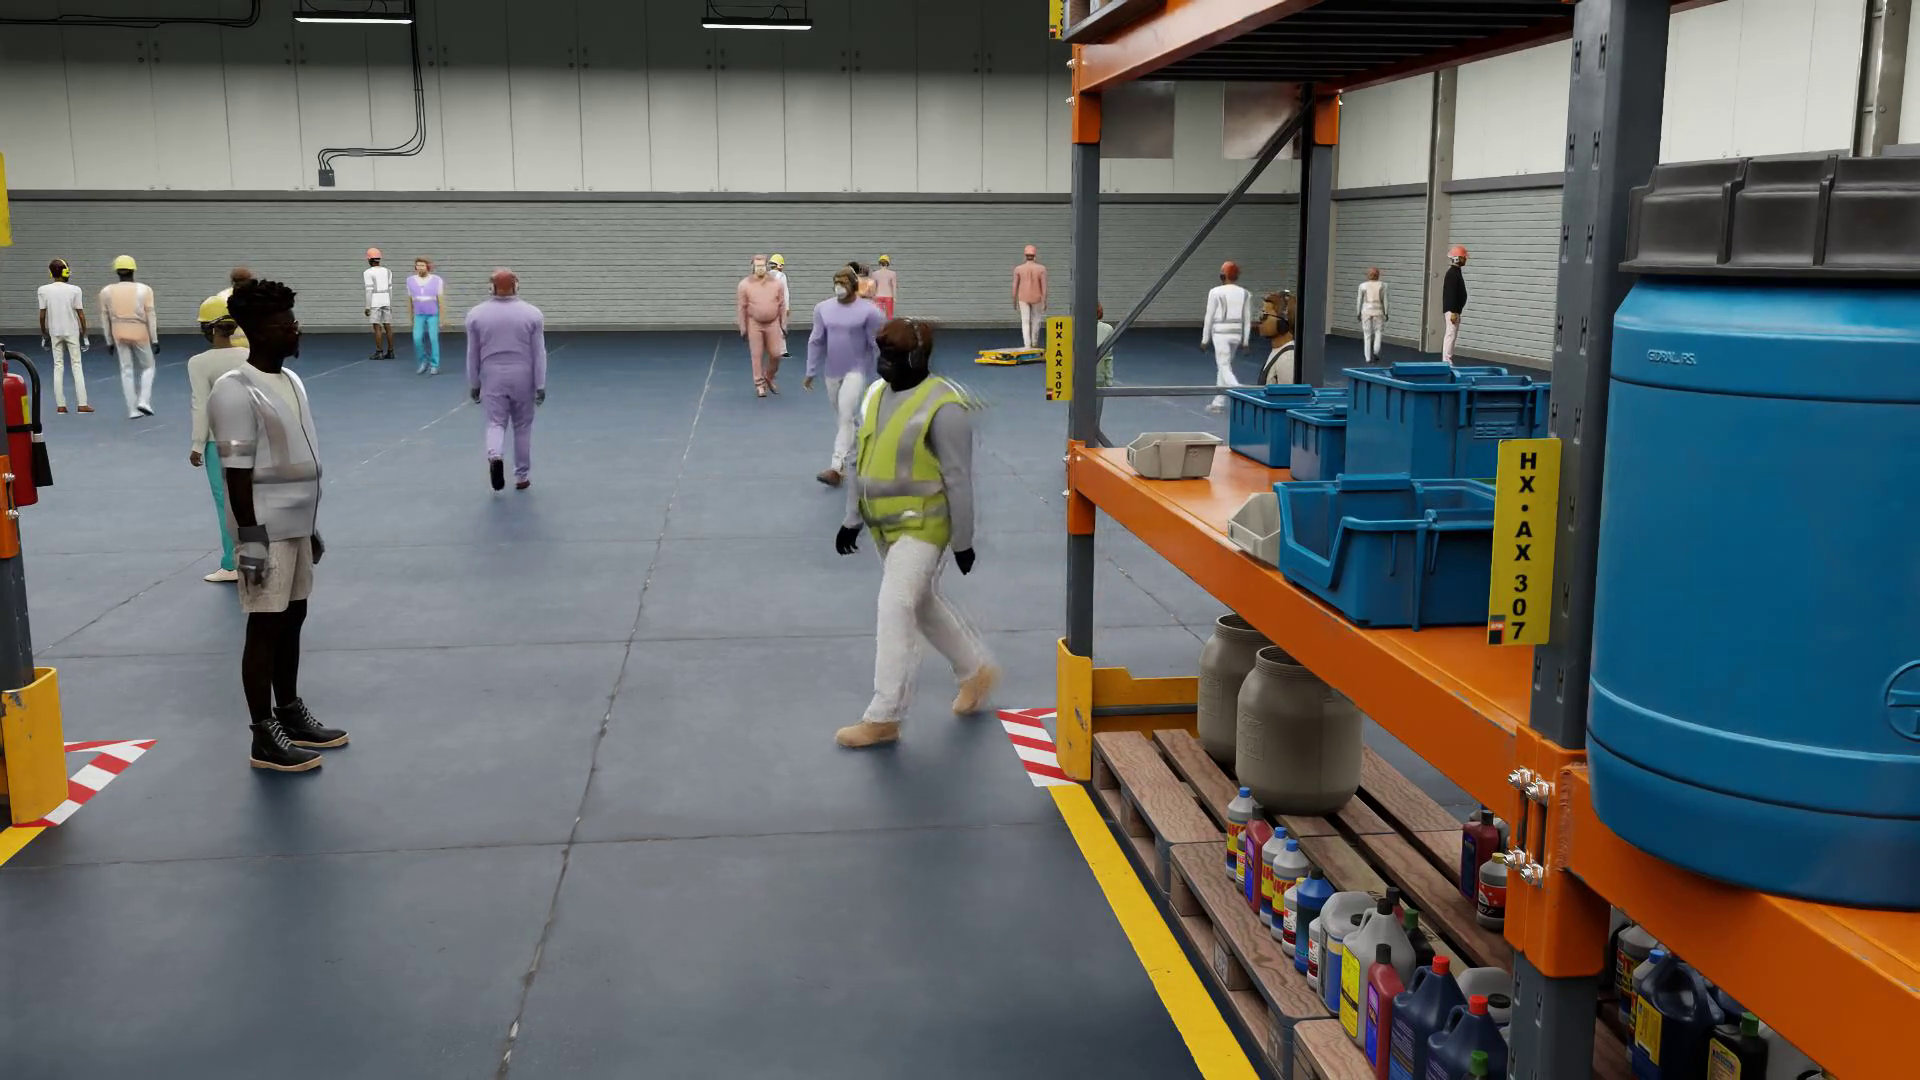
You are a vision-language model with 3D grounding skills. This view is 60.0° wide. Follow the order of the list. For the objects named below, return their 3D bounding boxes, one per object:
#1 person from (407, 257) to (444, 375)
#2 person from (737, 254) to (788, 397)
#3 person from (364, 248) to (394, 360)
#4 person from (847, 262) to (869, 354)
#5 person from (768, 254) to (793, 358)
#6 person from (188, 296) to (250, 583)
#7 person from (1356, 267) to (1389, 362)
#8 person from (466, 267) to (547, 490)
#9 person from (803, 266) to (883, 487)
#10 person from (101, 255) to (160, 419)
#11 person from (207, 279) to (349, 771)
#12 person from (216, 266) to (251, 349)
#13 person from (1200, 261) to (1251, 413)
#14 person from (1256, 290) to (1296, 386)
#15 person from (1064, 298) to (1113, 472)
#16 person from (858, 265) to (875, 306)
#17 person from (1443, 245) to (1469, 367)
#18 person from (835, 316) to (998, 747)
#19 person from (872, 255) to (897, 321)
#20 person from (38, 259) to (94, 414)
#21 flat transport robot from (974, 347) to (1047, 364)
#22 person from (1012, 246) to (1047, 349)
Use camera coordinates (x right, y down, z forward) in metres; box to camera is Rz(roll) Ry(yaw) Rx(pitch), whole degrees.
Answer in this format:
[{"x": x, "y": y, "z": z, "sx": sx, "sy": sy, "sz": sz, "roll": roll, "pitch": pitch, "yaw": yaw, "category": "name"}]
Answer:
[{"x": -8.245, "y": -3.451, "z": 25.691, "sx": 0.583, "sy": 1.827, "sz": 0.519, "roll": 0, "pitch": 10, "yaw": -2, "category": "person"}, {"x": -2.636, "y": -2.852, "z": 22.203, "sx": 0.681, "sy": 1.894, "sz": 0.427, "roll": -3, "pitch": 11, "yaw": -16, "category": "person"}, {"x": -10.116, "y": -4.089, "z": 28.898, "sx": 0.402, "sy": 1.937, "sz": 0.549, "roll": 7, "pitch": 12, "yaw": 32, "category": "person"}, {"x": -1.957, "y": -4.188, "z": 30.138, "sx": 0.737, "sy": 1.666, "sz": 0.539, "roll": -4, "pitch": 11, "yaw": -20, "category": "person"}, {"x": -3.215, "y": -4.115, "z": 29.319, "sx": 0.587, "sy": 1.828, "sz": 0.404, "roll": 8, "pitch": 13, "yaw": 37, "category": "person"}, {"x": -4.537, "y": -0.618, "z": 10.313, "sx": 0.314, "sy": 1.769, "sz": 0.523, "roll": 5, "pitch": 12, "yaw": 26, "category": "person"}, {"x": 7.038, "y": -3.846, "z": 28.383, "sx": 0.555, "sy": 1.618, "sz": 0.488, "roll": 3, "pitch": 11, "yaw": 17, "category": "person"}, {"x": -3.777, "y": -1.325, "z": 13.881, "sx": 0.649, "sy": 1.887, "sz": 0.718, "roll": -2, "pitch": 10, "yaw": -9, "category": "person"}, {"x": -0.996, "y": -1.427, "z": 14.448, "sx": 0.627, "sy": 1.884, "sz": 1.043, "roll": 5, "pitch": 11, "yaw": 25, "category": "person"}, {"x": -9.756, "y": -2.389, "z": 19.611, "sx": 0.621, "sy": 1.909, "sz": 0.456, "roll": -2, "pitch": 10, "yaw": -9, "category": "person"}, {"x": -2.757, "y": -0.063, "z": 6.719, "sx": 0.362, "sy": 1.966, "sz": 0.611, "roll": 0, "pitch": 10, "yaw": 1, "category": "person"}, {"x": -8.250, "y": -2.261, "z": 19.248, "sx": 0.646, "sy": 1.801, "sz": 0.962, "roll": -5, "pitch": 11, "yaw": -24, "category": "person"}, {"x": 3.228, "y": -2.401, "z": 19.880, "sx": 0.576, "sy": 1.850, "sz": 0.933, "roll": -6, "pitch": 12, "yaw": -29, "category": "person"}, {"x": 1.737, "y": -0.442, "z": 9.131, "sx": 0.345, "sy": 1.847, "sz": 0.507, "roll": 1, "pitch": 10, "yaw": 7, "category": "person"}, {"x": 1.157, "y": -1.423, "z": 15.088, "sx": 0.501, "sy": 1.632, "sz": 0.280, "roll": -3, "pitch": 11, "yaw": -15, "category": "person"}, {"x": -1.842, "y": -4.254, "z": 30.635, "sx": 0.581, "sy": 1.613, "sz": 0.371, "roll": 2, "pitch": 10, "yaw": 9, "category": "person"}, {"x": 7.647, "y": -3.542, "z": 25.710, "sx": 0.375, "sy": 1.997, "sz": 0.611, "roll": 4, "pitch": 11, "yaw": 19, "category": "person"}, {"x": -0.165, "y": -0.062, "z": 7.168, "sx": 0.877, "sy": 1.811, "sz": 0.621, "roll": -7, "pitch": 12, "yaw": -33, "category": "person"}, {"x": -1.549, "y": -4.949, "z": 34.085, "sx": 0.526, "sy": 1.759, "sz": 0.341, "roll": 2, "pitch": 10, "yaw": 9, "category": "person"}, {"x": -10.816, "y": -2.451, "z": 20.095, "sx": 0.533, "sy": 1.863, "sz": 0.317, "roll": -2, "pitch": 11, "yaw": -13, "category": "person"}, {"x": 0.916, "y": -3.119, "z": 28.124, "sx": 0.652, "sy": 0.197, "sz": 1.431, "roll": 7, "pitch": 13, "yaw": 35, "category": "flat transport robot"}, {"x": 1.291, "y": -4.451, "z": 30.820, "sx": 0.647, "sy": 1.942, "sz": 0.990, "roll": 0, "pitch": 10, "yaw": 1, "category": "person"}]
